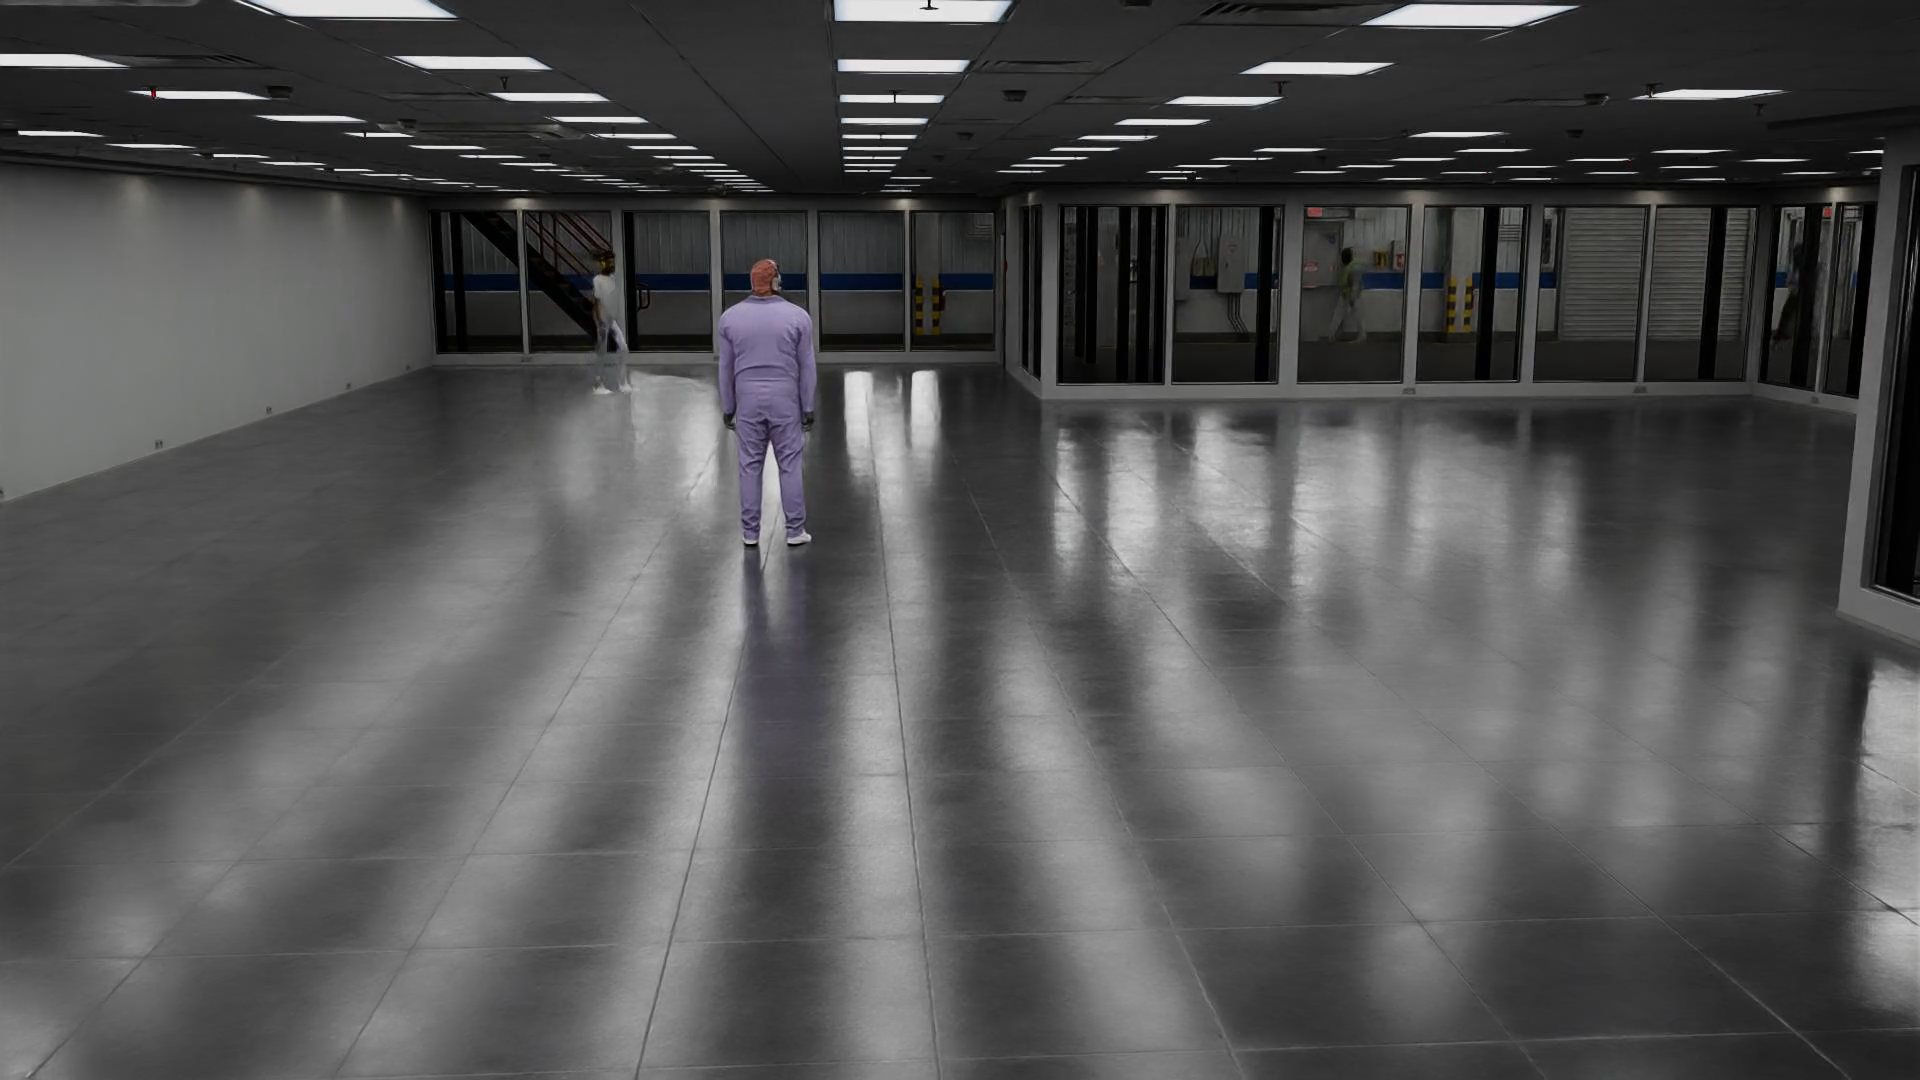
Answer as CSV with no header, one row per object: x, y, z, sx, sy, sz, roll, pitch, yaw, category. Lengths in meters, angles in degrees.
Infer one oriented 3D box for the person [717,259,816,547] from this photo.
-1.270,-0.899,11.044,0.642,1.905,0.399,1,11,3,person

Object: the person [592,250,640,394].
-4.430,-2.770,21.299,0.760,1.841,0.575,4,11,22,person
